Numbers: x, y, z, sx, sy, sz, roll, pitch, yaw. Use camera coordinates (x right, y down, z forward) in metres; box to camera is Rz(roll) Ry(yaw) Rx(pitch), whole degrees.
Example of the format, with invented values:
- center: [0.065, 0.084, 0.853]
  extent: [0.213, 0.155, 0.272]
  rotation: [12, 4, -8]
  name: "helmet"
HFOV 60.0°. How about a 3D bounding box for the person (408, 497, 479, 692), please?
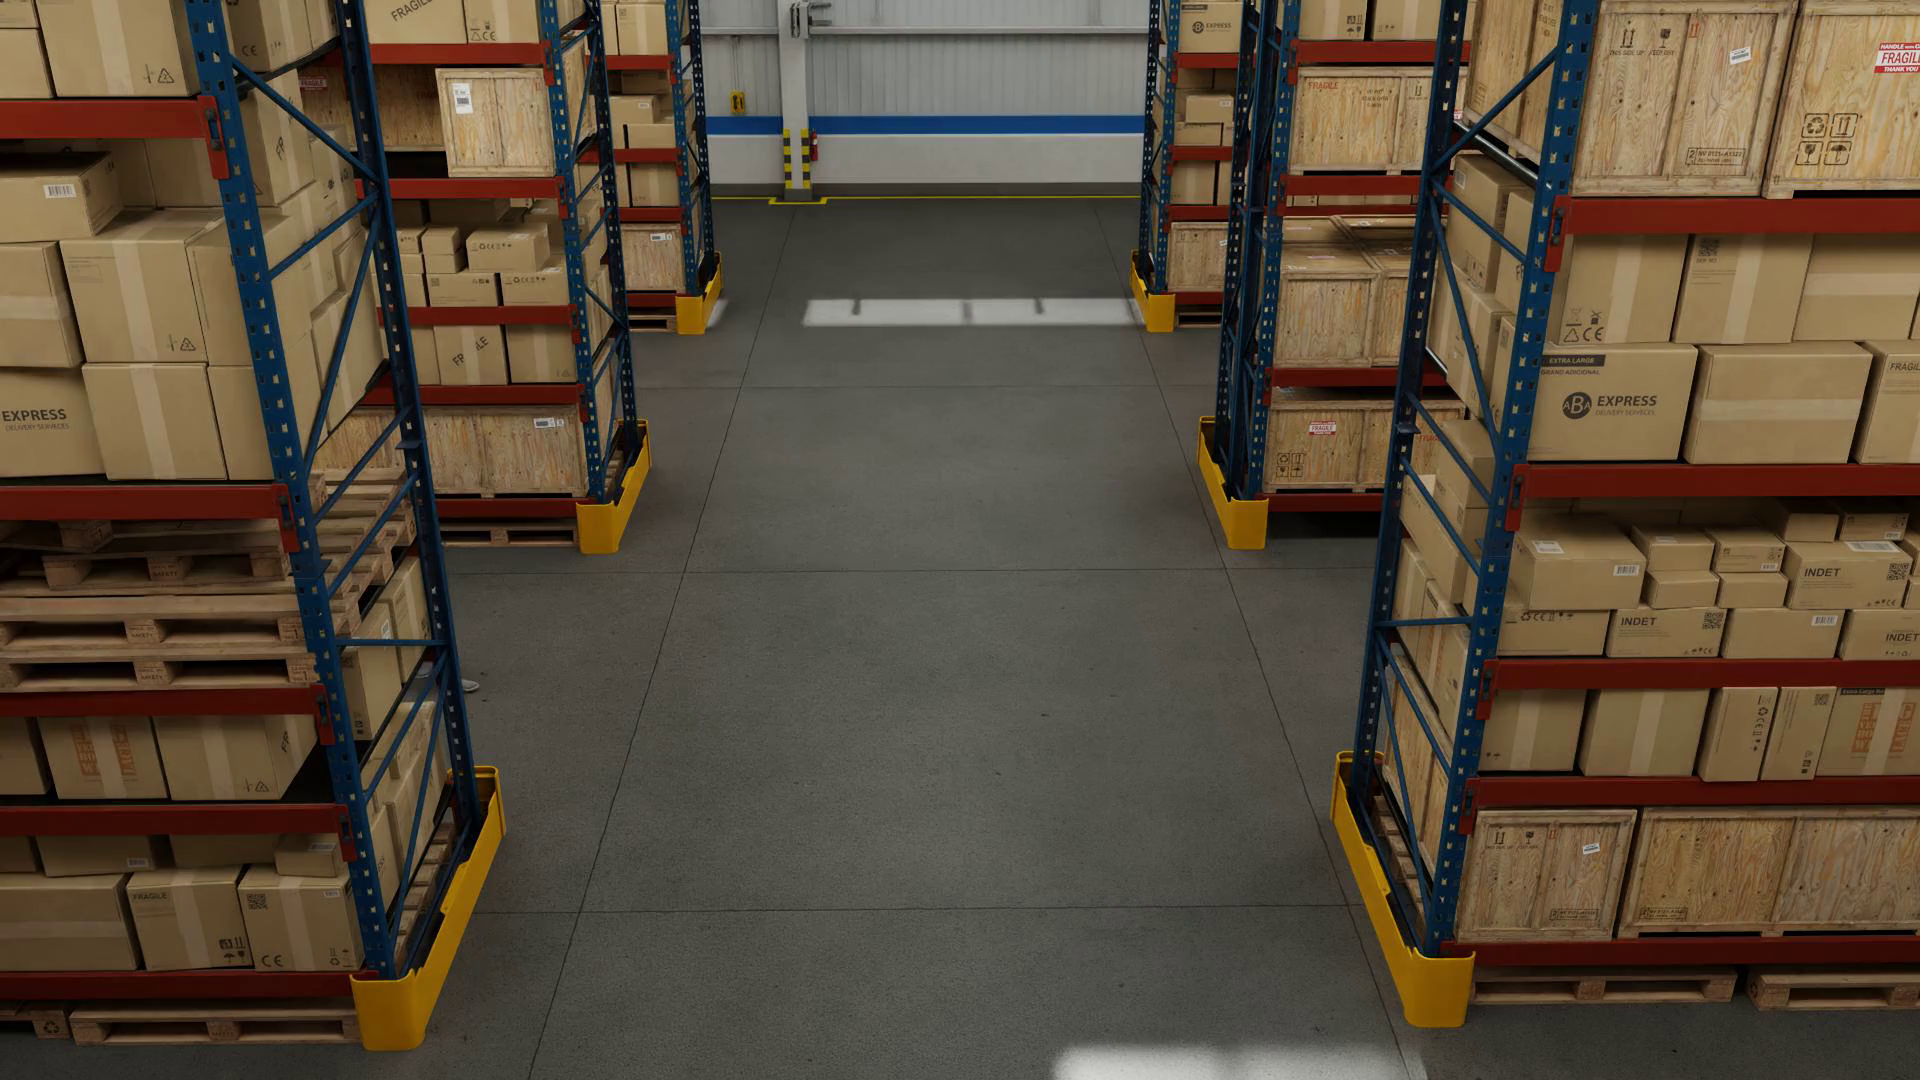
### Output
- center: [-4.240, 0.396, 13.158]
  extent: [0.749, 1.651, 0.487]
  rotation: [0, 25, 1]
  name: "person"
